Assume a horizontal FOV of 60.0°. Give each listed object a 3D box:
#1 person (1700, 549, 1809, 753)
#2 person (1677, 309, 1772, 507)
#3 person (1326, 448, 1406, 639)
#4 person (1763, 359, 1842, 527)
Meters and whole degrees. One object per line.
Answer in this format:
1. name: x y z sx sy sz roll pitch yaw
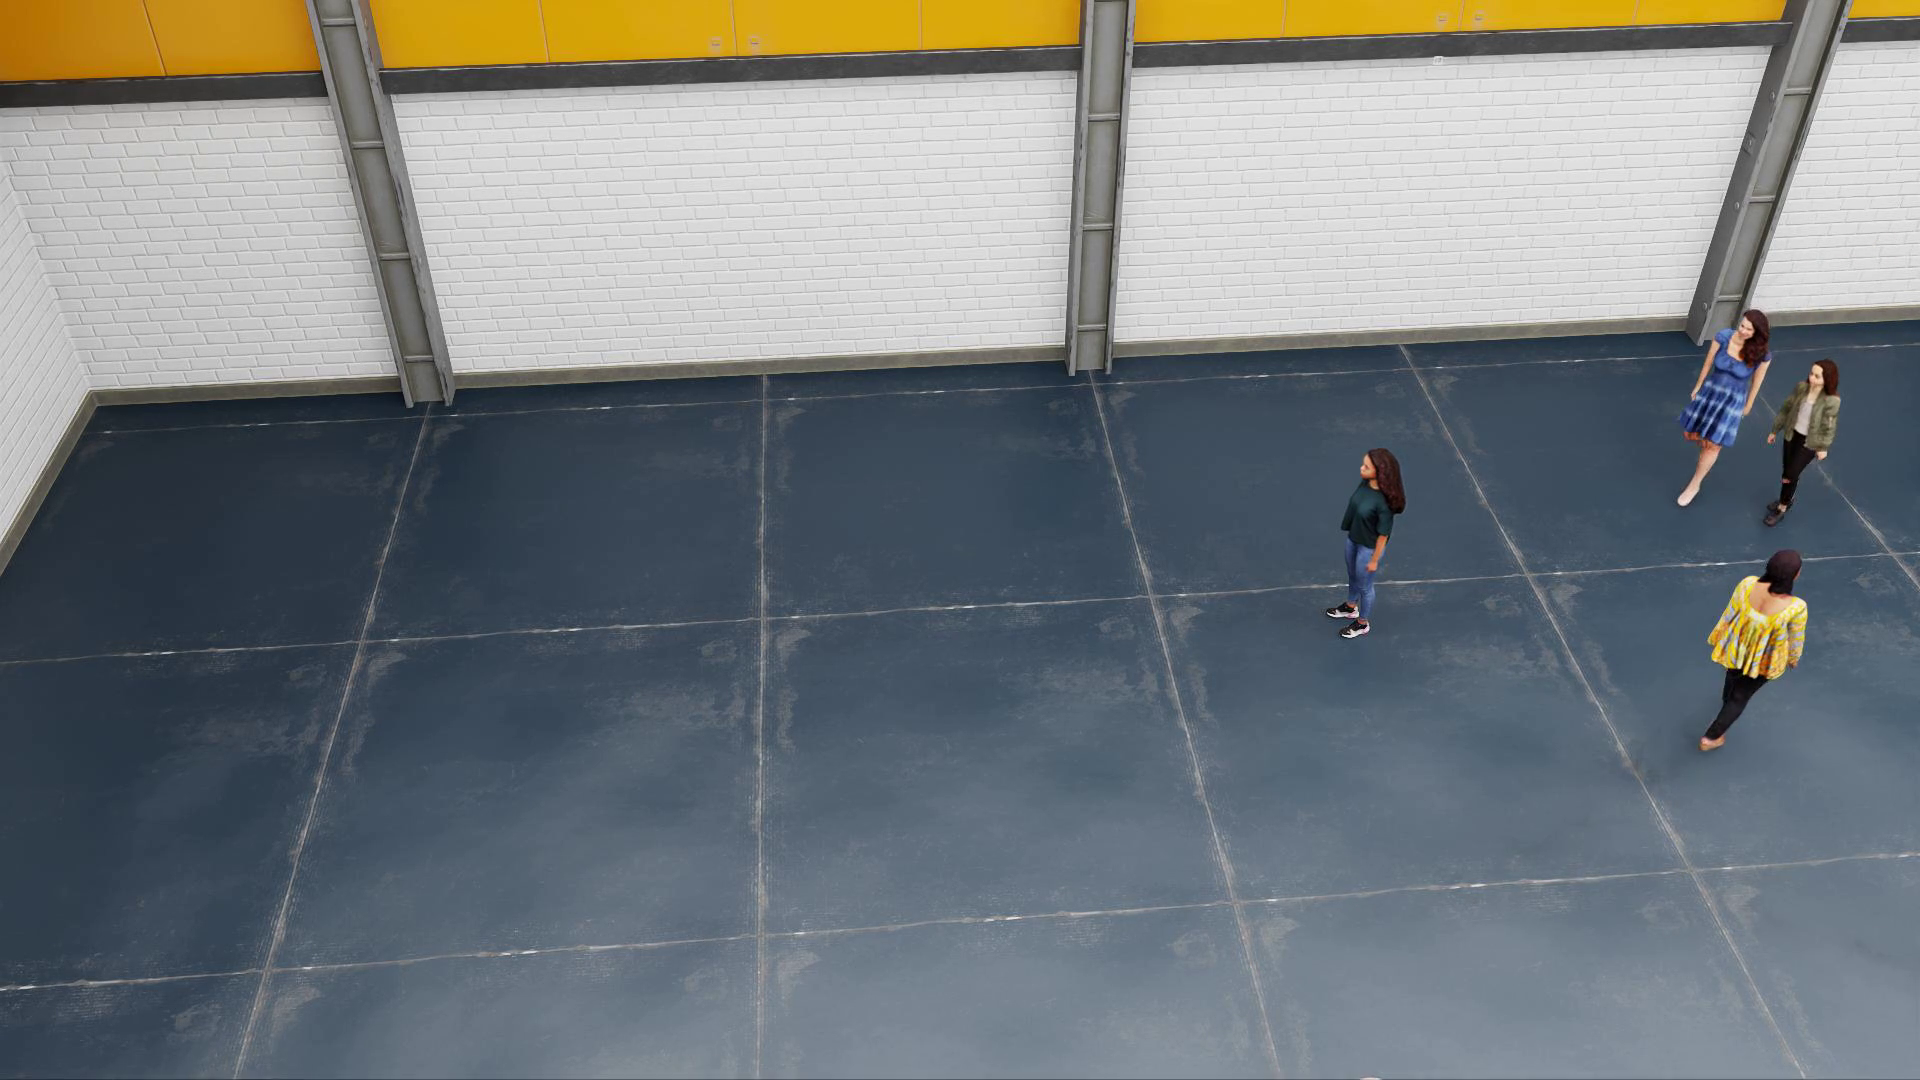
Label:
1. person: 5.265 0.791 11.142 1.057 1.629 0.950 -23 44 -26
2. person: 6.136 -1.103 13.381 0.947 1.794 1.021 32 48 34
3. person: 2.965 0.014 12.126 0.619 1.616 0.624 -8 39 -9
4. person: 6.790 -0.820 13.294 0.769 1.461 0.701 -18 42 -21
